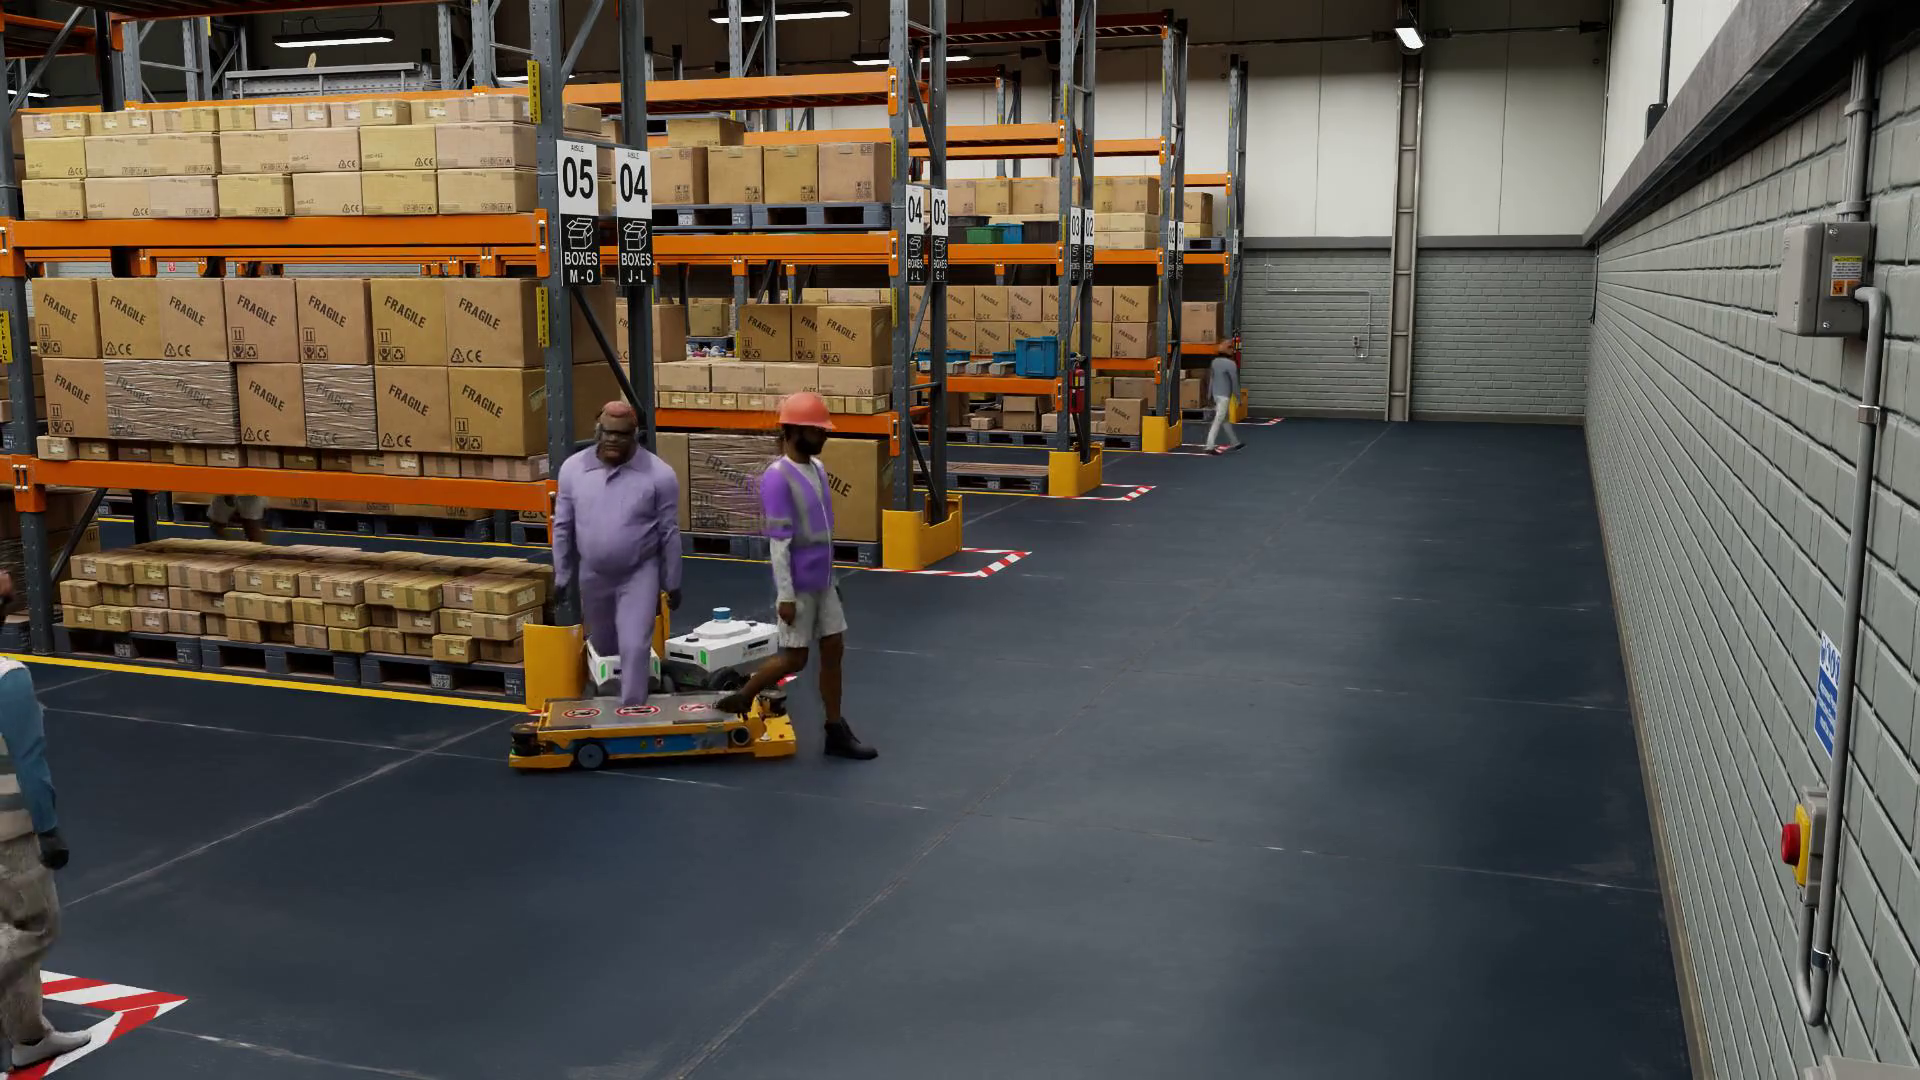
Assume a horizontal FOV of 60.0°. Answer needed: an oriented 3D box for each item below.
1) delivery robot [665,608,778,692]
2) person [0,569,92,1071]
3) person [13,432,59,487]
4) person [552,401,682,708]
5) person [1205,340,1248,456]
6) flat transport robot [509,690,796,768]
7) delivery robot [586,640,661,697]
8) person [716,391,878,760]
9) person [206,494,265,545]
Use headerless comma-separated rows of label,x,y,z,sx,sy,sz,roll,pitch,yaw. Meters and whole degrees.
delivery robot,-1.380,0.637,9.677,0.477,0.478,0.707,6,11,33
person,-2.997,0.888,5.063,0.535,1.619,0.549,6,11,32
person,-8.305,-0.673,14.823,0.606,1.617,0.517,4,10,24
person,-1.801,0.161,8.925,0.676,1.862,0.871,1,9,5
person,3.708,-1.964,22.975,0.835,1.588,0.535,-4,10,-26
flat transport robot,-1.603,0.979,8.715,1.431,0.197,0.652,-2,9,-10
delivery robot,-1.899,0.688,9.359,0.477,0.478,0.707,-3,10,-18
person,-0.838,0.189,8.552,0.781,1.913,0.558,4,10,23
person,-5.498,-0.474,12.667,0.401,1.920,0.546,3,10,17
